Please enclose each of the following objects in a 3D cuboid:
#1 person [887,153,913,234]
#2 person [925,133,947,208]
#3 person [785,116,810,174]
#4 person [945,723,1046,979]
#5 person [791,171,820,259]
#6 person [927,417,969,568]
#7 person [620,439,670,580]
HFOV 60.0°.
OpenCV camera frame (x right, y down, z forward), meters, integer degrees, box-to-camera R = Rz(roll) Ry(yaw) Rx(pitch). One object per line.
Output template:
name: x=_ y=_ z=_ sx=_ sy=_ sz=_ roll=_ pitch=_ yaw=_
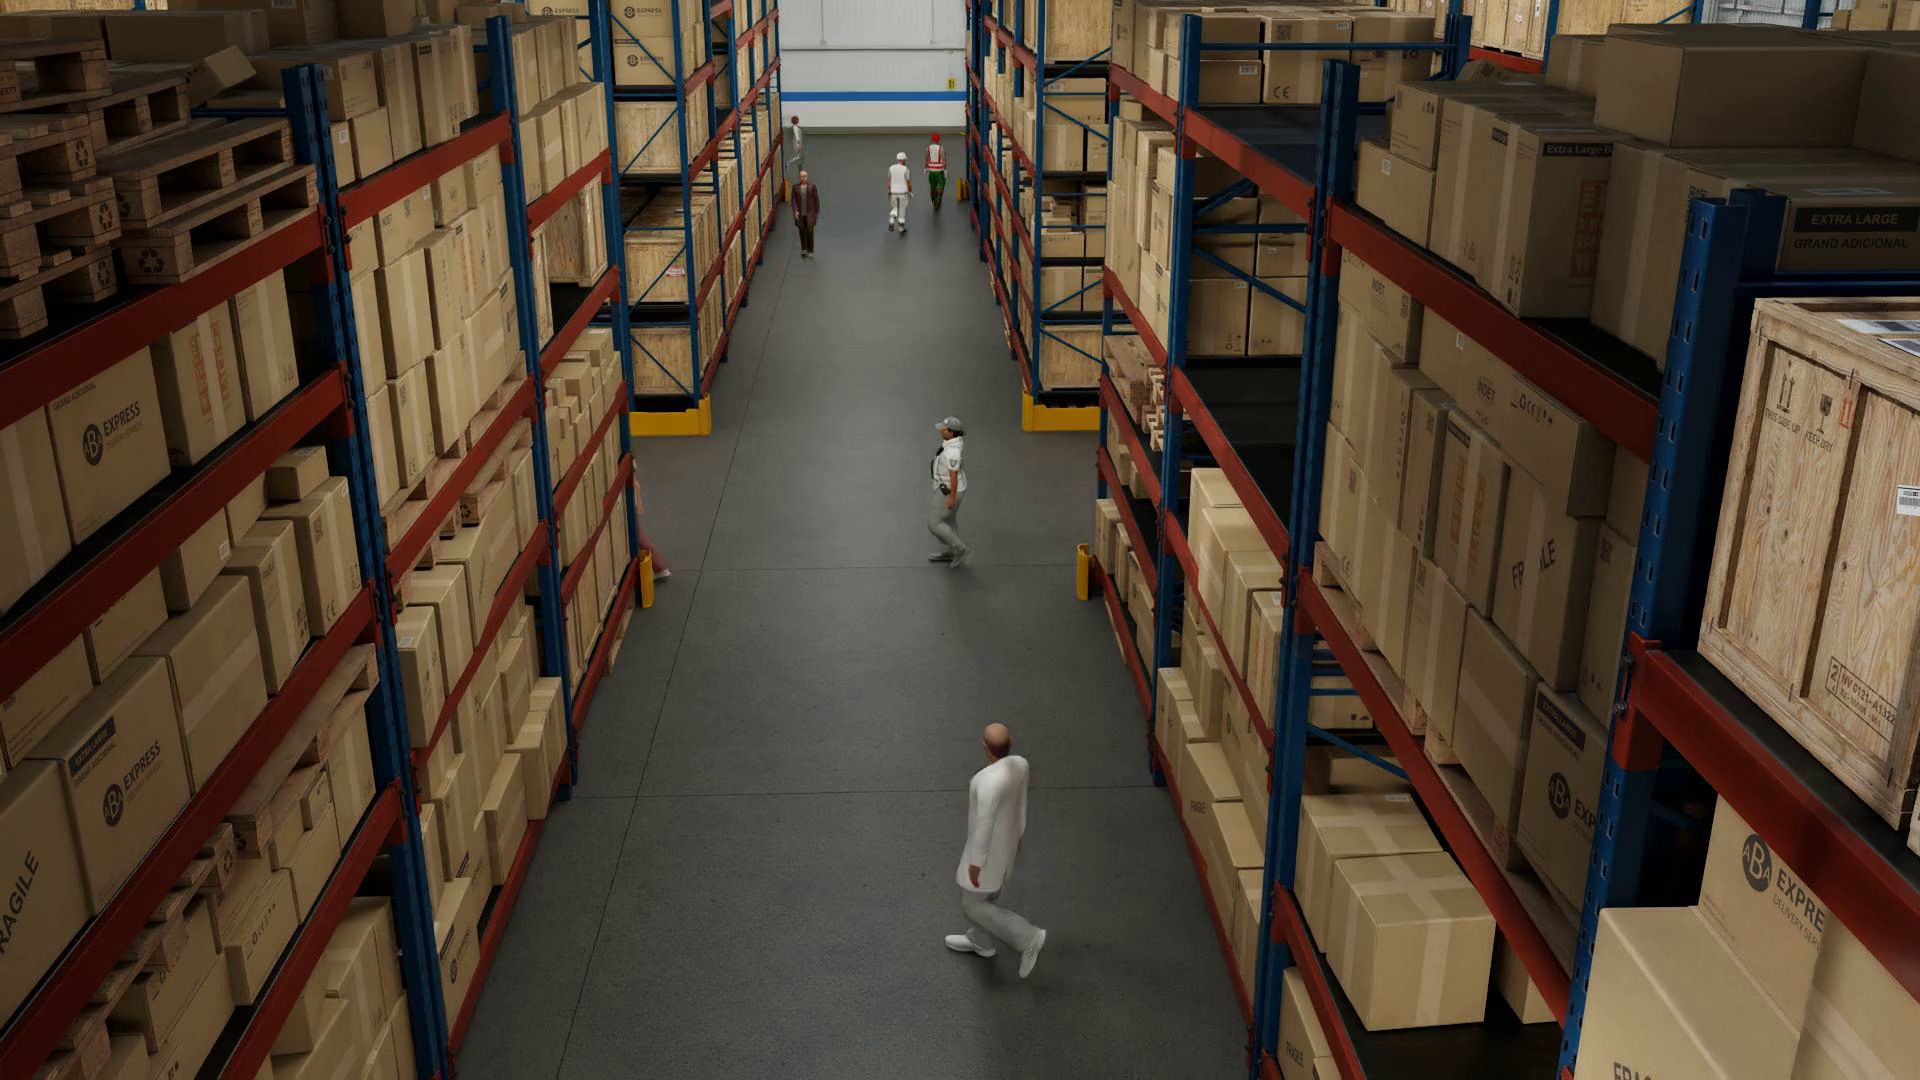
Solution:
person: x=-1.355 y=-7.748 z=37.174 sx=0.594 sy=1.786 sz=0.528 roll=9 pitch=22 yaw=22
person: x=-0.585 y=-9.033 z=40.662 sx=0.569 sy=1.795 sz=0.682 roll=5 pitch=21 yaw=13
person: x=-4.514 y=-10.889 z=45.907 sx=0.670 sy=1.590 sz=0.405 roll=-2 pitch=21 yaw=-4
person: x=0.230 y=2.043 z=10.991 sx=0.792 sy=1.777 sz=0.611 roll=9 pitch=22 yaw=22
person: x=-3.225 y=-6.770 z=34.572 sx=0.578 sy=1.763 sz=0.845 roll=1 pitch=20 yaw=2
person: x=-0.120 y=-0.536 z=18.071 sx=0.485 sy=1.672 sz=0.487 roll=2 pitch=21 yaw=6
person: x=-3.613 y=-0.347 z=17.601 sx=1.035 sy=1.612 sz=0.456 roll=2 pitch=21 yaw=5
